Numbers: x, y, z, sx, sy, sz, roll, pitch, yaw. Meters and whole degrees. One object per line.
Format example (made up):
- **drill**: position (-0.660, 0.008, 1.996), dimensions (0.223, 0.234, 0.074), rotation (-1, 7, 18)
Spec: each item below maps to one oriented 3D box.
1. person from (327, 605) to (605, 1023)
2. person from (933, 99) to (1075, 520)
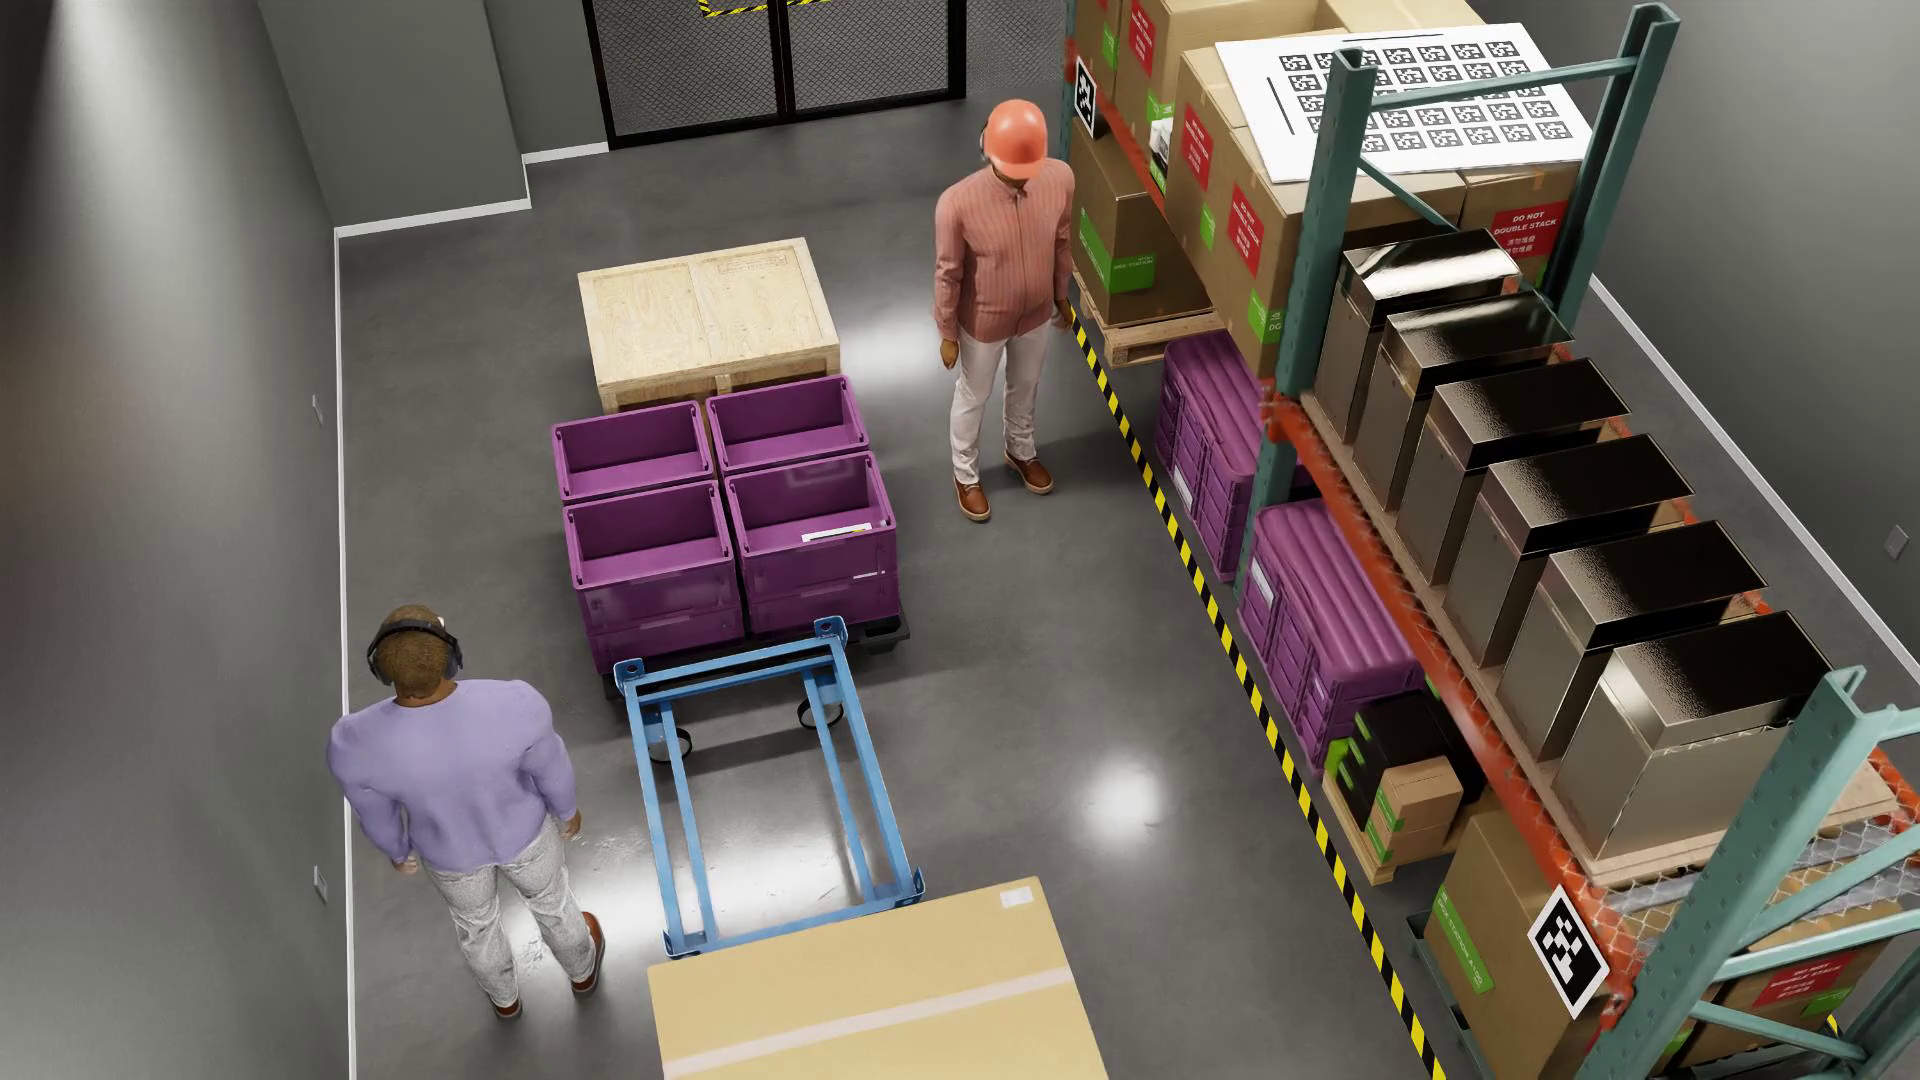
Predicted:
- **person**: position (-1.466, 0.875, 5.083), dimensions (0.628, 1.940, 0.373), rotation (-13, 49, -12)
- **person**: position (0.192, -0.908, 6.689), dimensions (0.624, 1.983, 0.398), rotation (-22, 51, -19)
